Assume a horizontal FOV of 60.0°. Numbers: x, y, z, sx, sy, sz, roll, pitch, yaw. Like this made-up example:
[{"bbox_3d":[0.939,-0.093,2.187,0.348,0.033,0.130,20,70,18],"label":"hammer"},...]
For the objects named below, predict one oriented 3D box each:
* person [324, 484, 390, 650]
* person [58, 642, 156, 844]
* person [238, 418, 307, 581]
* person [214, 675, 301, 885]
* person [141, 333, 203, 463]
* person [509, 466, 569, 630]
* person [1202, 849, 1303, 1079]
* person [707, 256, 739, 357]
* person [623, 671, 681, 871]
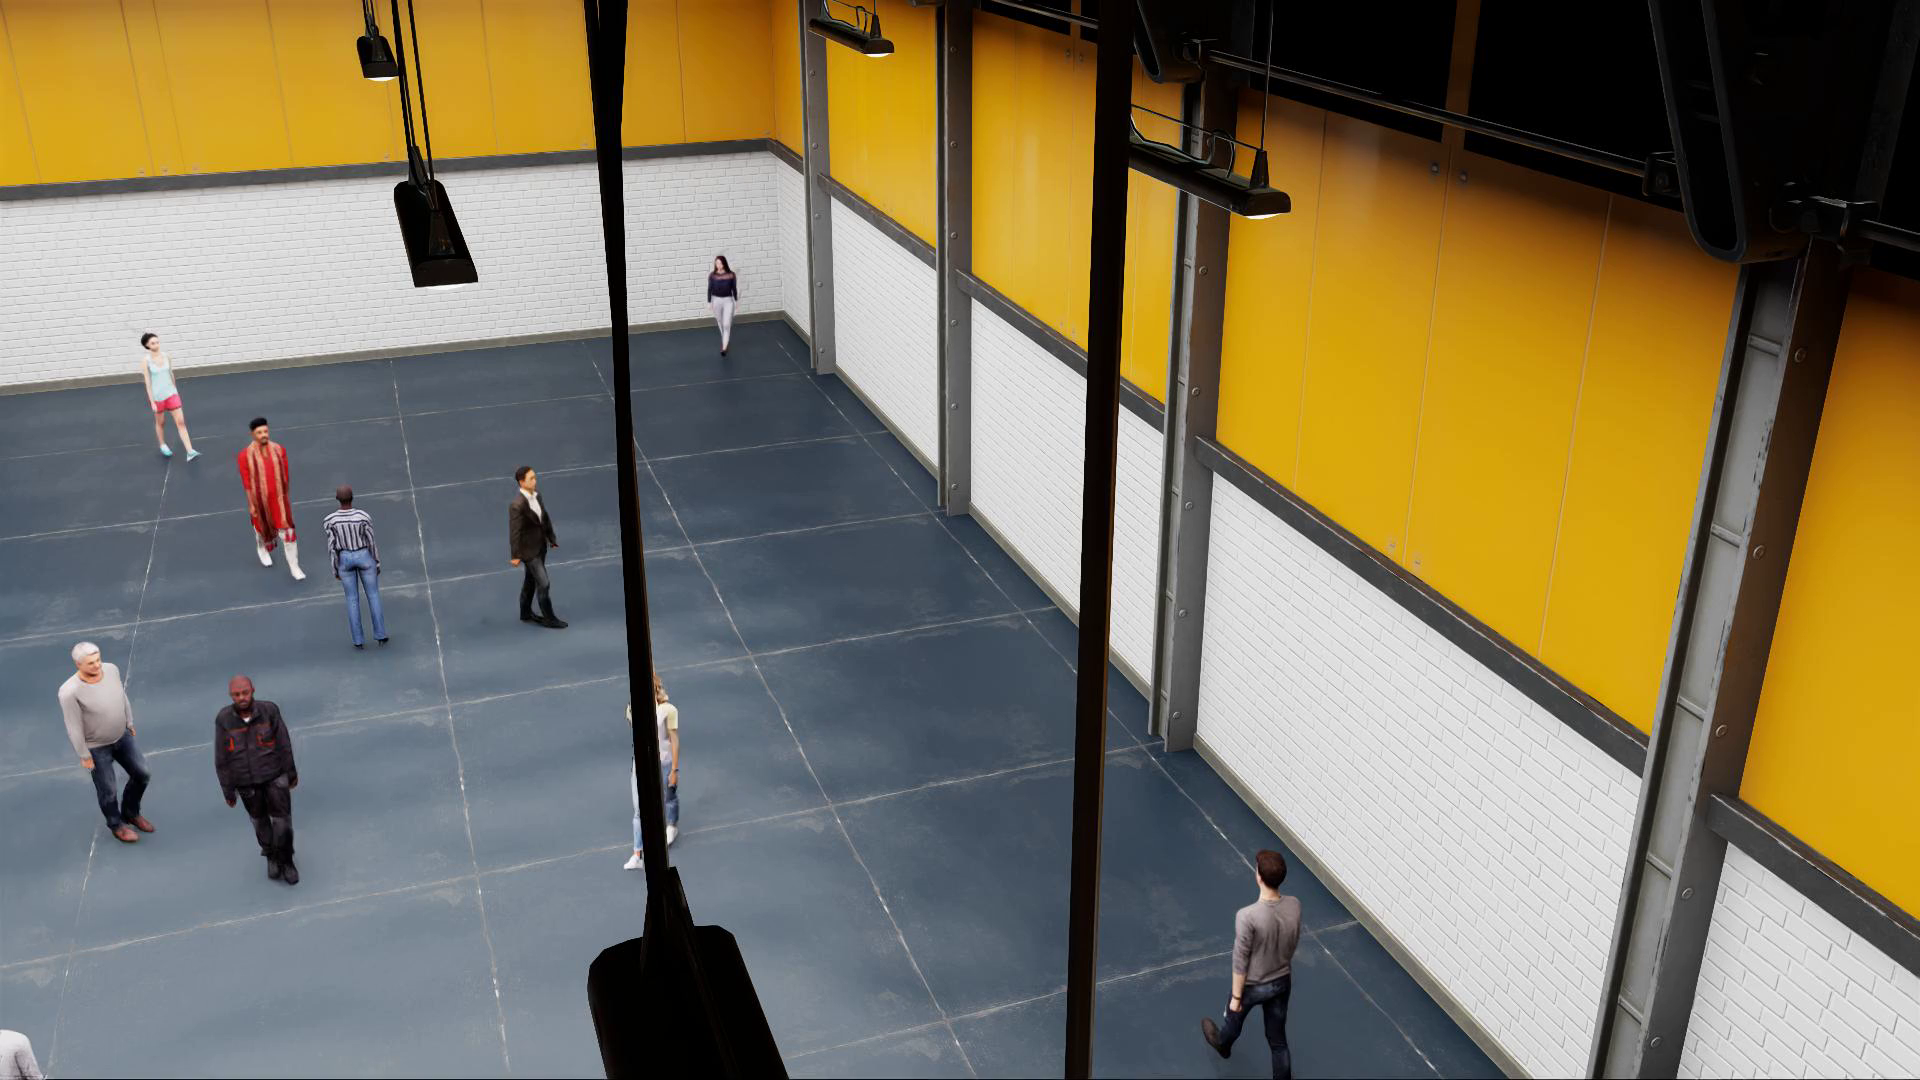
[{"bbox_3d":[-6.153,0.271,16.969,0.624,1.796,0.522,-7,25,-16],"label":"person"},{"bbox_3d":[-7.111,1.646,13.712,0.921,1.885,0.864,10,26,22],"label":"person"},{"bbox_3d":[-7.803,-0.491,18.653,0.882,1.844,1.276,-15,28,-31],"label":"person"},{"bbox_3d":[-5.619,1.848,13.344,0.709,1.811,0.668,-8,25,-18],"label":"person"},{"bbox_3d":[-10.570,-1.869,21.970,1.246,1.711,1.031,17,29,34],"label":"person"},{"bbox_3d":[-4.572,0.073,17.440,1.014,1.782,0.968,5,24,11],"label":"person"},{"bbox_3d":[2.016,2.939,10.791,0.707,1.855,1.169,-8,25,-18],"label":"person"},{"bbox_3d":[-3.758,-3.727,26.423,0.915,1.550,1.178,2,24,4],"label":"person"},{"bbox_3d":[-2.442,1.794,13.619,0.976,1.690,1.154,5,24,11],"label":"person"}]
